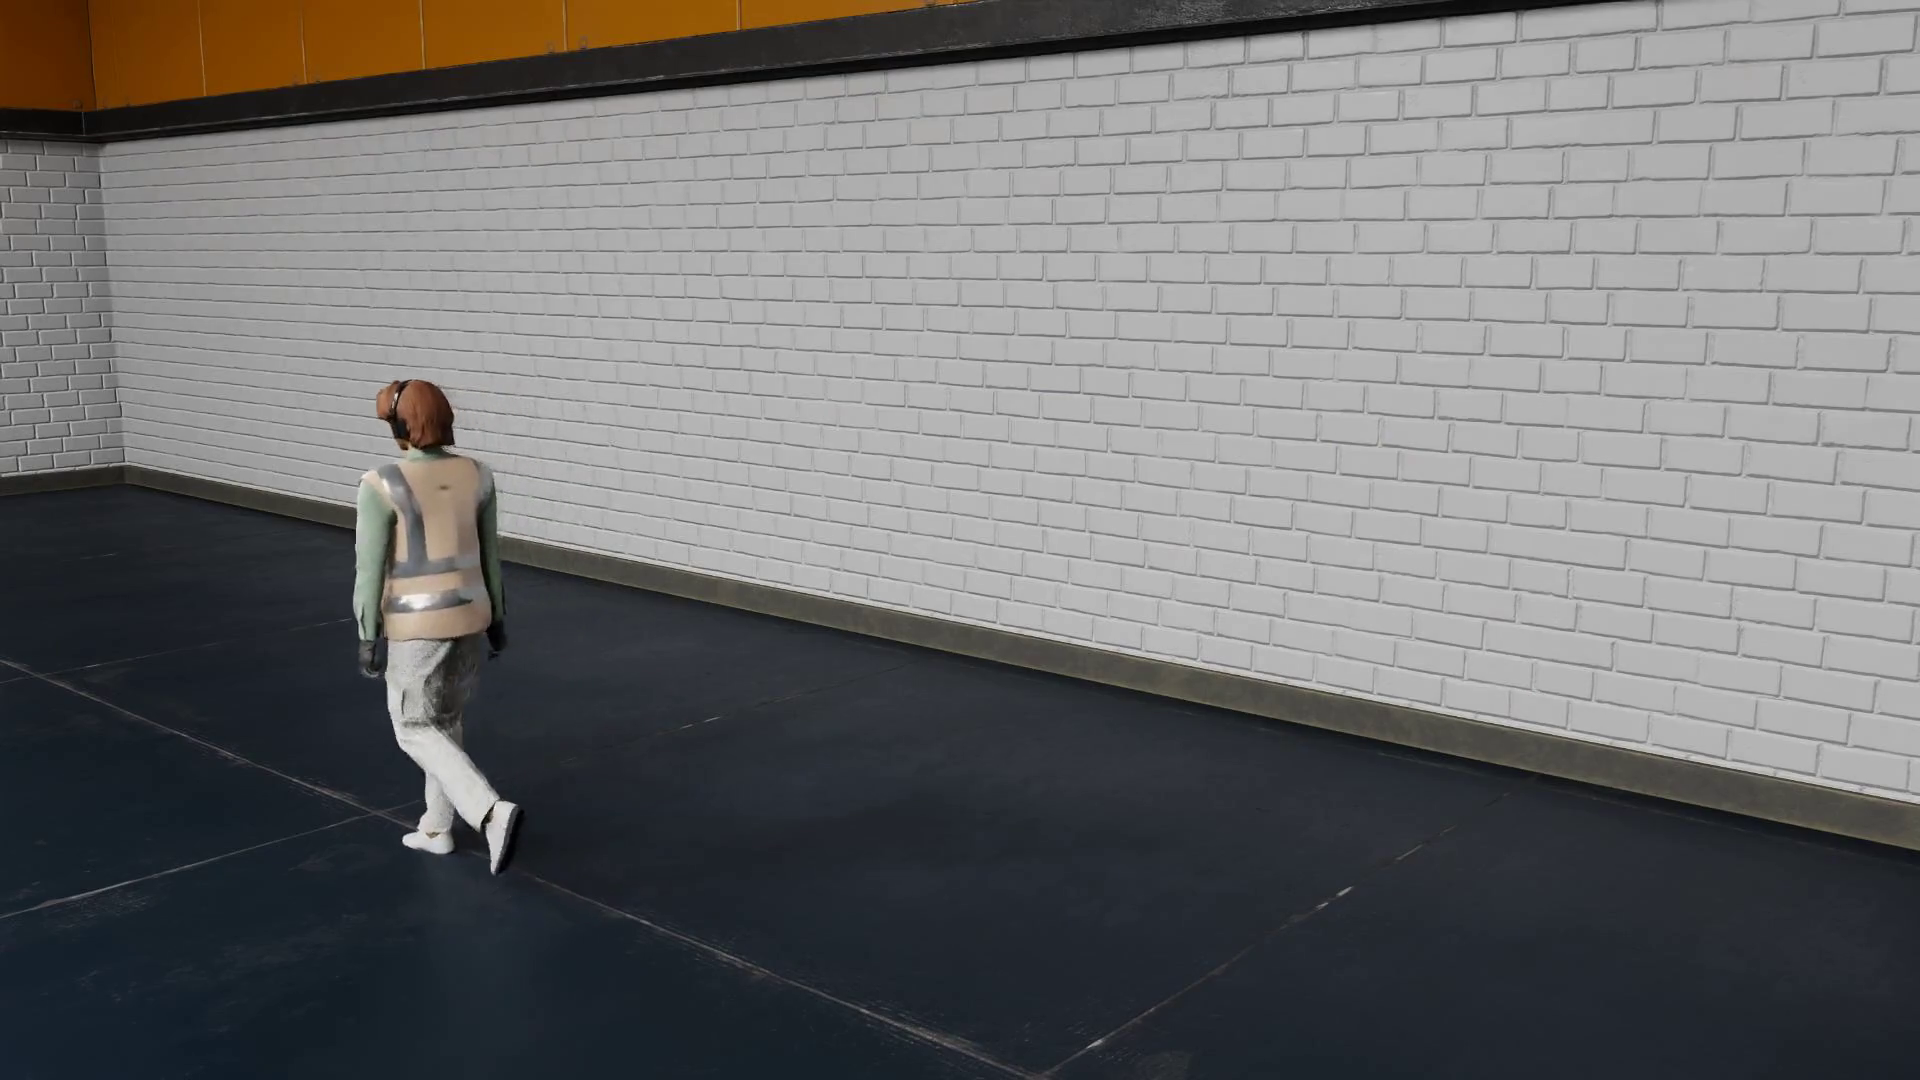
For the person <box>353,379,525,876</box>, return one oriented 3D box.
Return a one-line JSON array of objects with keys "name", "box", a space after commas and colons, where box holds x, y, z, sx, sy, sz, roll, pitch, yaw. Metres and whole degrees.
[{"name": "person", "box": [-1.641, 0.294, 5.337, 0.647, 1.617, 0.541, 7, 12, 34]}]
